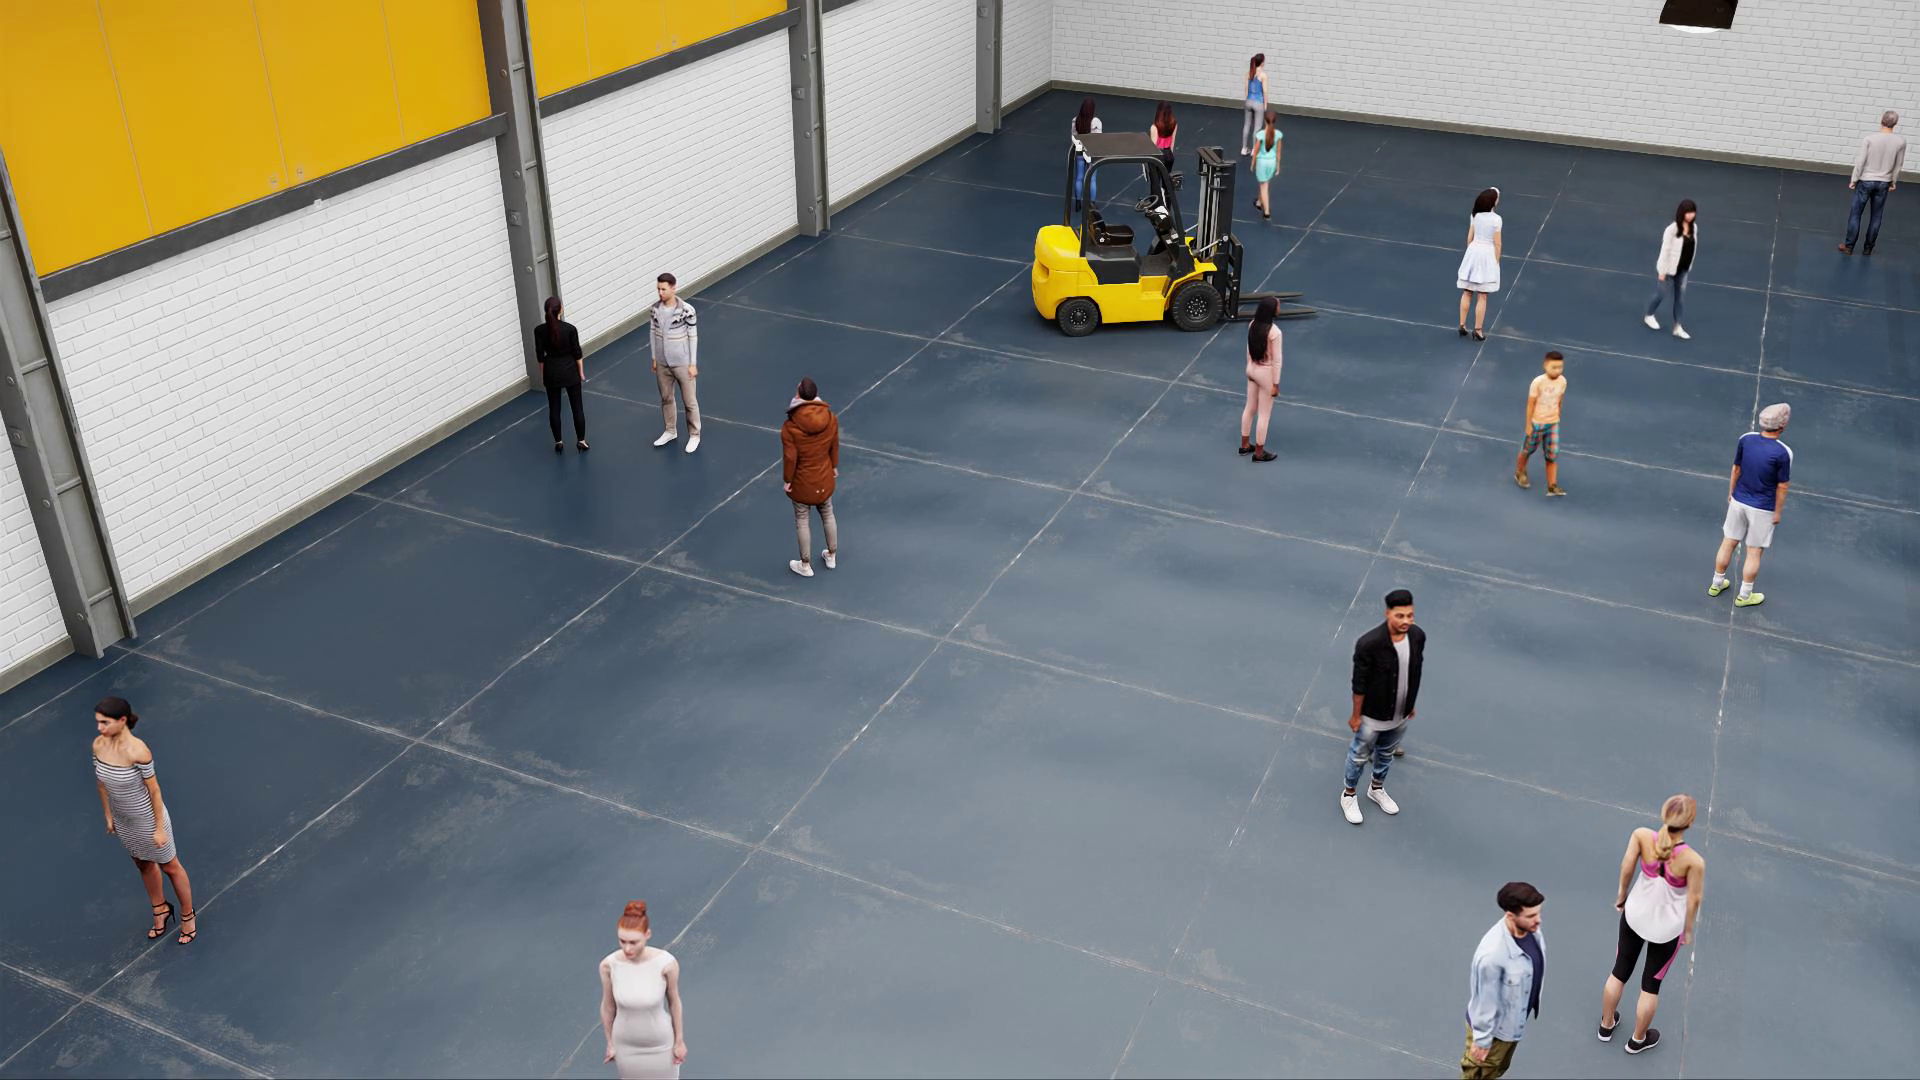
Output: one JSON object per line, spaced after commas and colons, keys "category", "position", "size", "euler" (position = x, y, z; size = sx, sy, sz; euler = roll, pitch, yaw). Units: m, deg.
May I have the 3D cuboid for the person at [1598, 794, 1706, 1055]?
{"category": "person", "position": [3.962, 2.197, 9.535], "size": [0.664, 1.788, 0.627], "euler": [24, 37, 37]}

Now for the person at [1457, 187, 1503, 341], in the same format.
{"category": "person", "position": [6.085, -3.221, 19.435], "size": [0.851, 1.819, 0.814], "euler": [-24, 36, -36]}

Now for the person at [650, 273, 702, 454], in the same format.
{"category": "person", "position": [-2.886, -1.830, 16.841], "size": [0.689, 1.861, 0.573], "euler": [10, 30, 18]}

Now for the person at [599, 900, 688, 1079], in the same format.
{"category": "person", "position": [-1.644, 2.624, 8.745], "size": [0.646, 1.793, 0.628], "euler": [0, 29, -1]}

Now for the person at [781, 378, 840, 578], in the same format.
{"category": "person", "position": [-1.299, -0.551, 14.520], "size": [0.826, 1.838, 0.910], "euler": [-18, 33, -29]}

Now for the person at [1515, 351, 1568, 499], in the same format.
{"category": "person", "position": [5.582, -1.154, 16.047], "size": [0.878, 1.435, 1.021], "euler": [-5, 29, -9]}

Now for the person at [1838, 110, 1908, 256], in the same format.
{"category": "person", "position": [12.176, -4.762, 22.165], "size": [0.799, 1.909, 0.716], "euler": [5, 29, 10]}

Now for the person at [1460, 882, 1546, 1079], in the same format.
{"category": "person", "position": [2.855, 2.553, 8.856], "size": [0.797, 1.812, 0.615], "euler": [24, 36, 36]}

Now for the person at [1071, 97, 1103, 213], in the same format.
{"category": "person", "position": [1.816, -5.523, 23.851], "size": [0.610, 1.631, 0.522], "euler": [10, 30, 18]}

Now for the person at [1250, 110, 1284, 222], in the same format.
{"category": "person", "position": [4.336, -5.262, 23.487], "size": [0.937, 1.521, 1.112], "euler": [-4, 29, -7]}

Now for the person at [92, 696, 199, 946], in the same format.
{"category": "person", "position": [-5.075, 1.741, 10.333], "size": [0.622, 1.823, 0.572], "euler": [8, 30, 15]}

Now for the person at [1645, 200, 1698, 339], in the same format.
{"category": "person", "position": [8.407, -3.243, 19.690], "size": [0.962, 1.613, 1.035], "euler": [-9, 30, -16]}

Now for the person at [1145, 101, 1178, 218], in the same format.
{"category": "person", "position": [2.856, -5.402, 23.599], "size": [0.617, 1.660, 0.718], "euler": [-17, 33, -29]}

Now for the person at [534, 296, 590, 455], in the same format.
{"category": "person", "position": [-4.005, -1.648, 16.714], "size": [0.692, 1.662, 0.705], "euler": [-1, 29, -3]}

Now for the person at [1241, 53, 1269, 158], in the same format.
{"category": "person", "position": [4.690, -6.916, 26.429], "size": [0.629, 1.608, 0.617], "euler": [25, 37, 38]}

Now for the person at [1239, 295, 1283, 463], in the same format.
{"category": "person", "position": [3.015, -1.619, 16.600], "size": [0.724, 1.720, 0.694], "euler": [-14, 32, -24]}

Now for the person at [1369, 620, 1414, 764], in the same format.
{"category": "person", "position": [3.165, 1.014, 12.195], "size": [0.587, 1.317, 0.659], "euler": [-13, 31, -22]}

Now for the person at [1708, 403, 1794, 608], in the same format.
{"category": "person", "position": [6.725, -0.312, 14.080], "size": [0.722, 1.839, 0.721], "euler": [-19, 34, -31]}

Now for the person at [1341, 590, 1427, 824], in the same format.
{"category": "person", "position": [2.925, 1.112, 11.499], "size": [0.776, 1.811, 0.838], "euler": [-10, 30, -18]}
